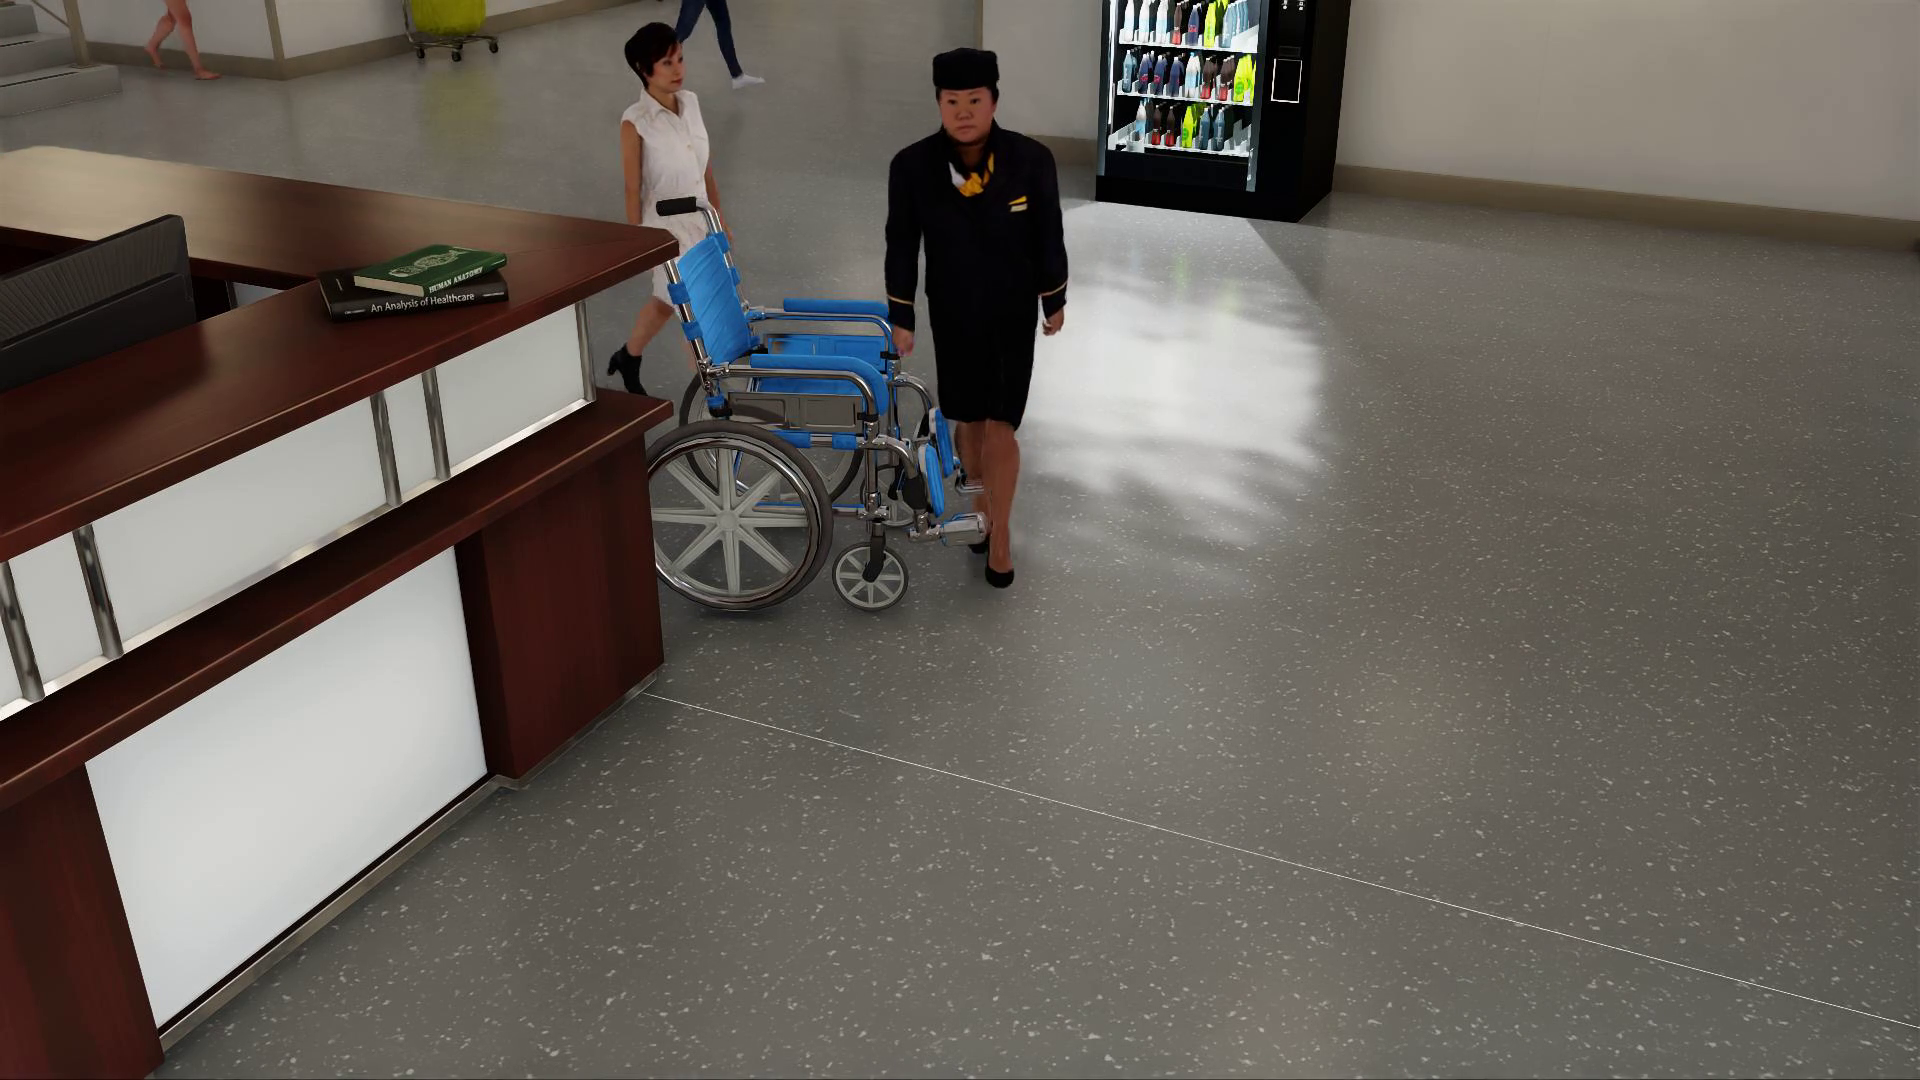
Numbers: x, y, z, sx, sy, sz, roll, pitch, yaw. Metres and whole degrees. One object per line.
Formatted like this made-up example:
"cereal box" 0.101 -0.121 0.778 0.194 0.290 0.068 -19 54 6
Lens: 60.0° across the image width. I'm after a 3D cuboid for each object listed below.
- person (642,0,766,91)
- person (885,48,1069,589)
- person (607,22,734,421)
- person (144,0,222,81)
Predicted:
"person" -2.004 -4.096 12.232 1.192 1.688 1.175 -11 28 -21
"person" 0.081 -0.713 5.263 0.818 1.648 0.887 4 26 8
"person" -1.148 -1.175 6.367 1.004 1.521 0.584 14 29 26
"person" -6.259 -4.460 13.000 1.055 1.677 0.581 11 28 22
